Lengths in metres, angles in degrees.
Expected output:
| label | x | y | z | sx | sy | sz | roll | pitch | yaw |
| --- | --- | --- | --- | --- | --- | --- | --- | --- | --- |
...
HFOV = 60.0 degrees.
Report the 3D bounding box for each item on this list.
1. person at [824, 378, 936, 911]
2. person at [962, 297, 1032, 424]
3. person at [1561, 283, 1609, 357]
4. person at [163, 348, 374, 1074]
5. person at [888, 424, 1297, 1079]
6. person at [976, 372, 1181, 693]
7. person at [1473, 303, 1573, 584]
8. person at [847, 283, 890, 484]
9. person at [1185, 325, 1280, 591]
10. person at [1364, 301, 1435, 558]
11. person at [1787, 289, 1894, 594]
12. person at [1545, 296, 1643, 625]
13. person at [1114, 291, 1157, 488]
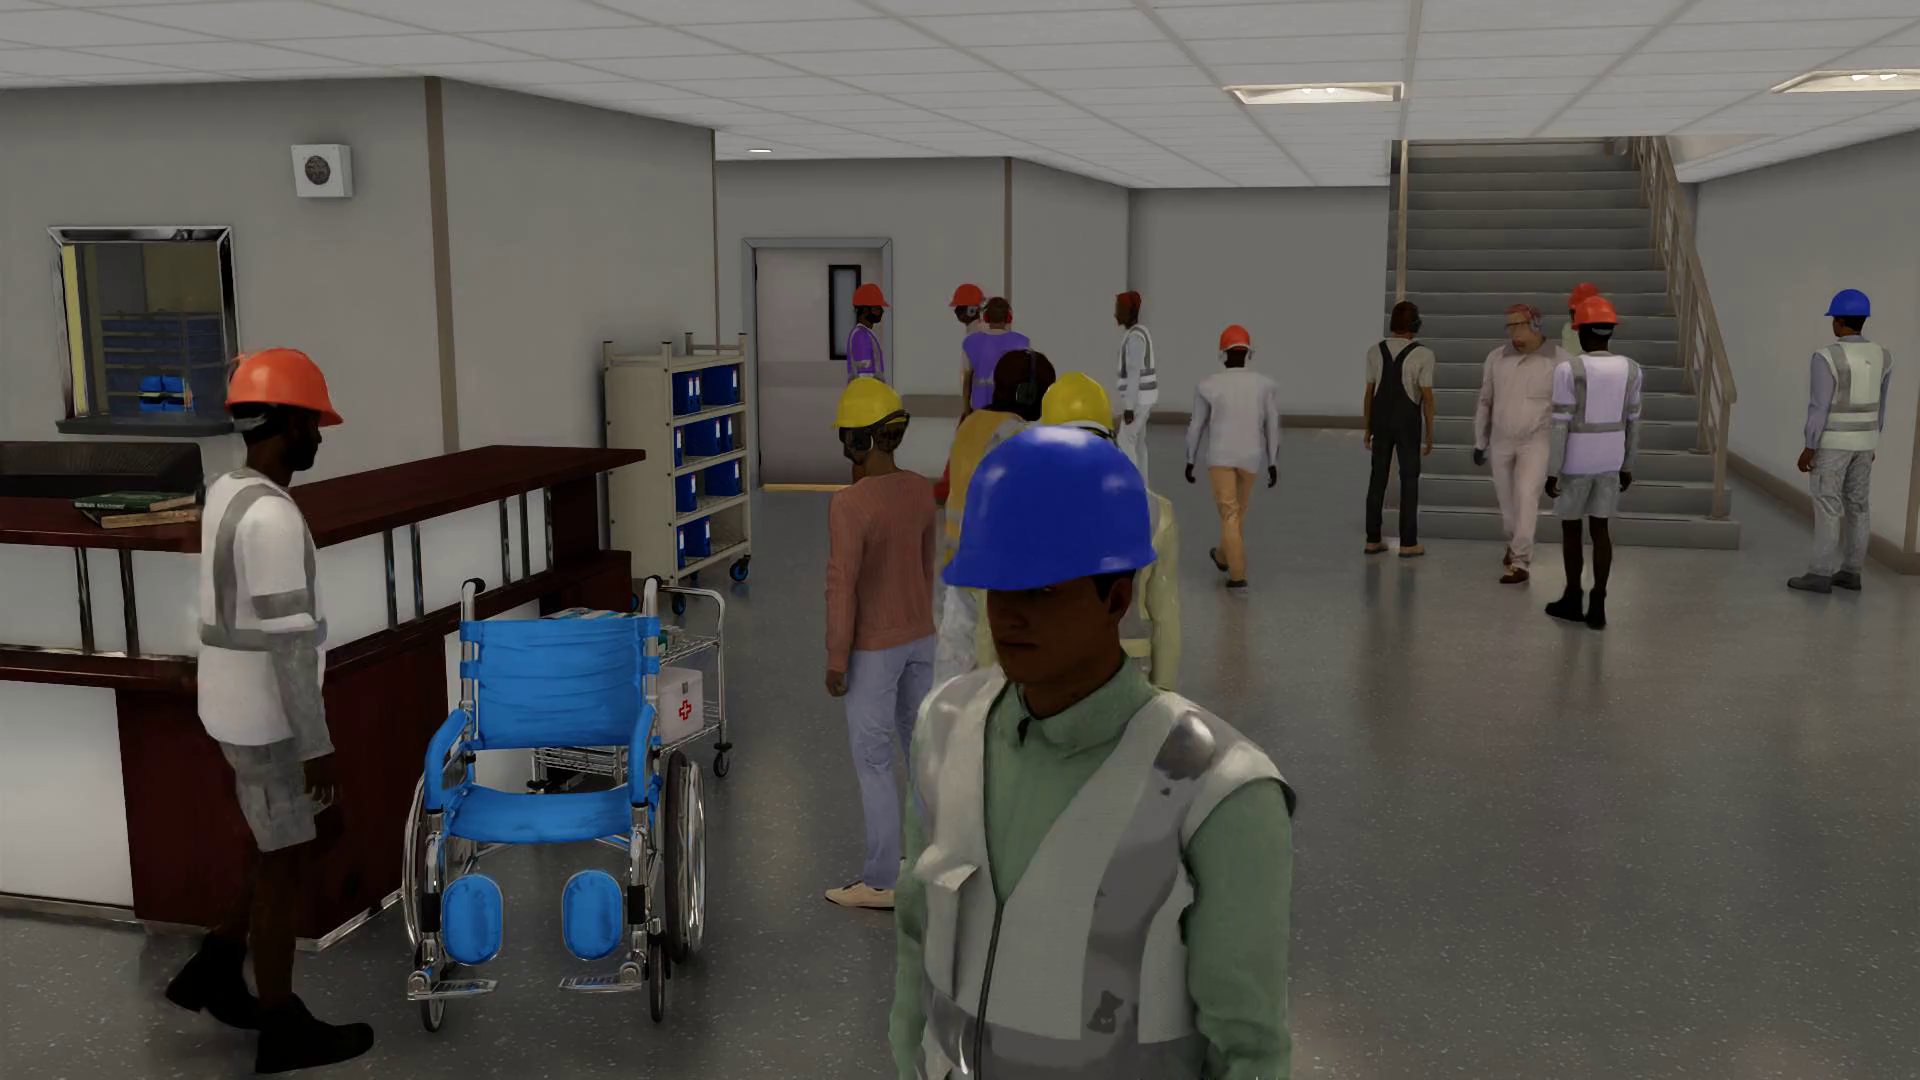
| label | x | y | z | sx | sy | sz | roll | pitch | yaw |
| --- | --- | --- | --- | --- | --- | --- | --- | --- | --- |
| person | -0.274 | 0.341 | 5.553 | 0.349 | 1.758 | 0.522 | 6 | 12 | 34 |
| person | 0.296 | -1.035 | 13.425 | 0.560 | 1.836 | 0.389 | 1 | 10 | 7 |
| person | 5.185 | -1.182 | 13.964 | 0.482 | 1.942 | 0.779 | -1 | 10 | -5 |
| person | -1.807 | 0.462 | 4.376 | 0.463 | 1.914 | 0.585 | -5 | 11 | -26 |
| person | 0.130 | 0.819 | 2.167 | 0.619 | 1.943 | 0.406 | 9 | 13 | 42 |
| person | 0.344 | 0.429 | 4.846 | 0.591 | 1.827 | 0.403 | 2 | 10 | 10 |
| person | 3.819 | -0.677 | 11.285 | 0.664 | 1.854 | 0.940 | 9 | 13 | 43 |
| person | -0.742 | -1.108 | 13.535 | 0.355 | 1.938 | 0.545 | -1 | 10 | -6 |
| person | 1.773 | -0.554 | 10.948 | 0.588 | 1.699 | 0.912 | -2 | 10 | -10 |
| person | 3.150 | -0.789 | 11.958 | 0.521 | 1.838 | 0.344 | 7 | 12 | 35 |
| person | 5.650 | -0.626 | 10.668 | 0.605 | 1.948 | 0.391 | -4 | 10 | -20 |
| person | 3.682 | -0.453 | 9.716 | 0.563 | 1.927 | 0.537 | -1 | 10 | -9 |
| person | 1.477 | -1.191 | 14.221 | 0.418 | 1.870 | 0.658 | 1 | 10 | 9 |
